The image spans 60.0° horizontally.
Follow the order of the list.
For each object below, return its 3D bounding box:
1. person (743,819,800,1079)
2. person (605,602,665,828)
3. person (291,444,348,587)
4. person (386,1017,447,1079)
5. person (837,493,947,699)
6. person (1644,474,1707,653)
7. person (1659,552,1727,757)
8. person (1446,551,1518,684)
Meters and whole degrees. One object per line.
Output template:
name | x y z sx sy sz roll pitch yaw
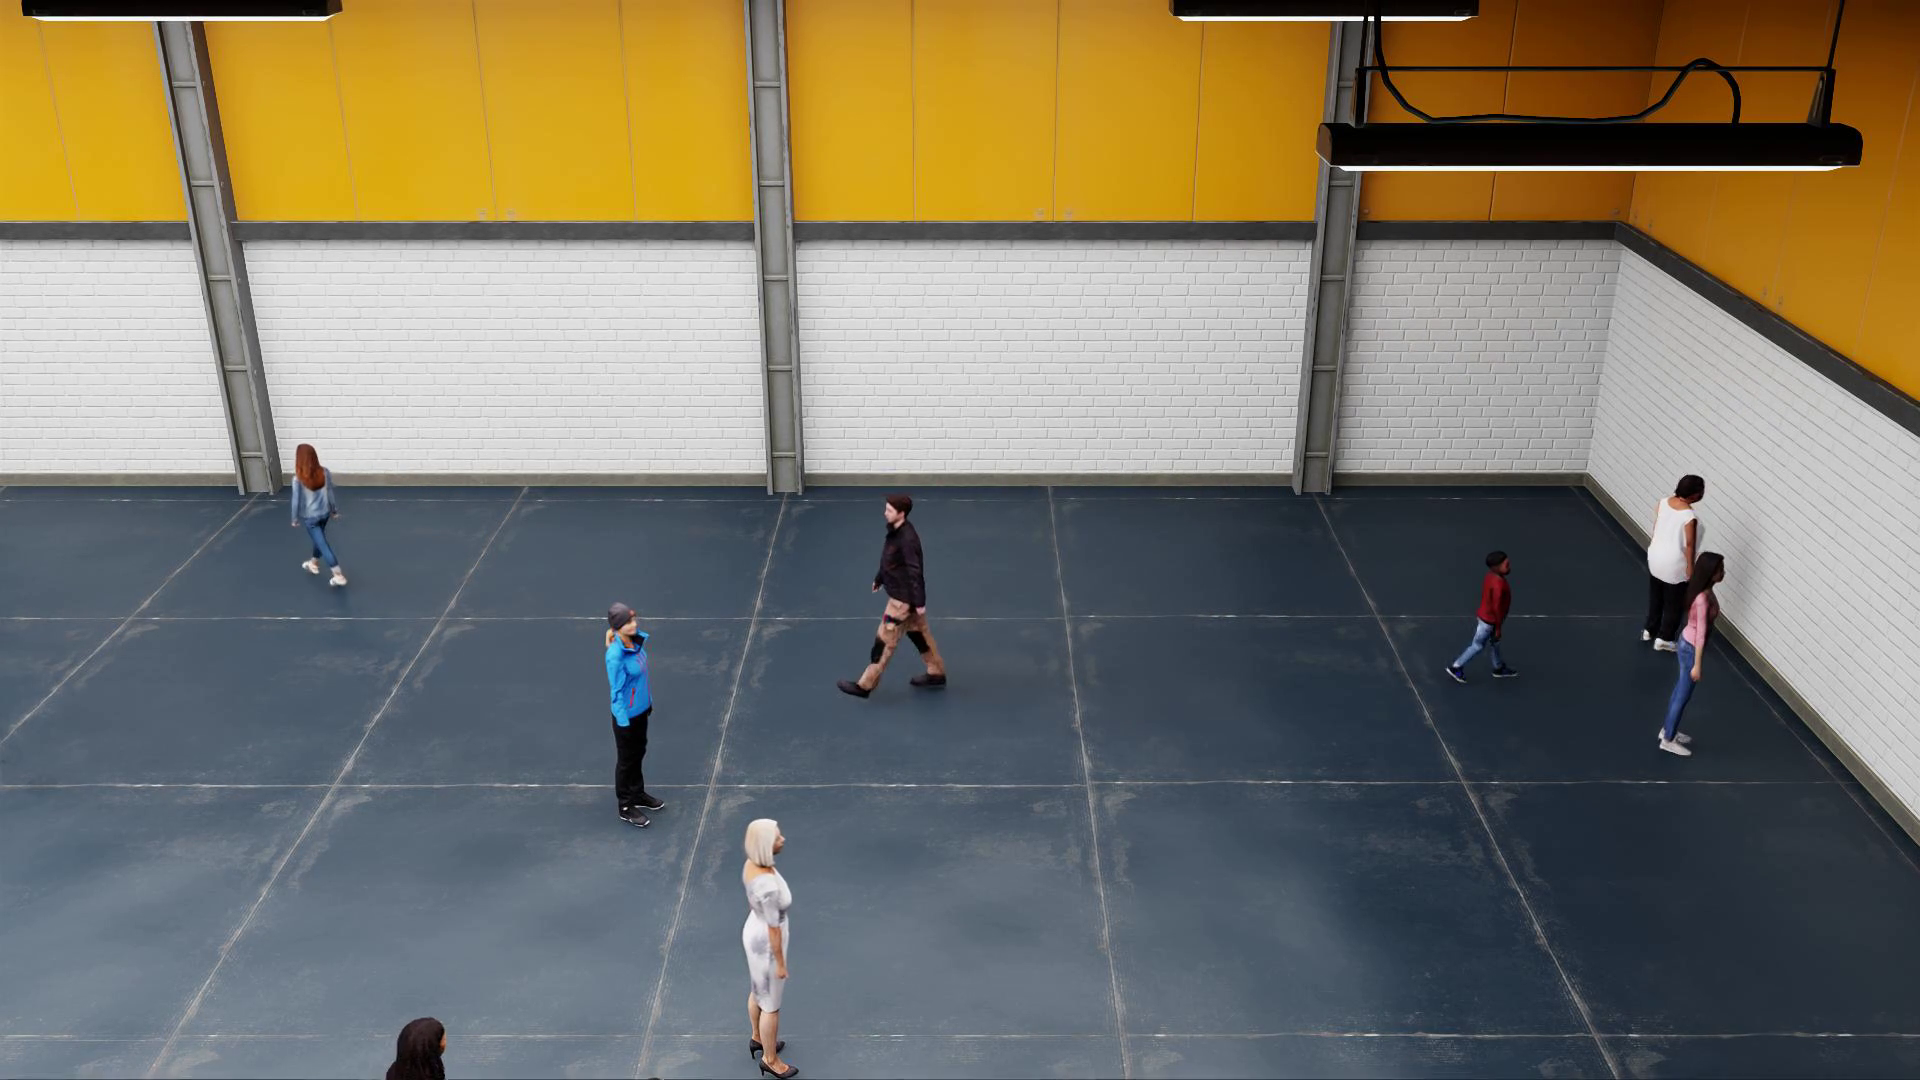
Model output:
person | -1.158 2.427 9.956 0.624 1.750 0.630 -9 25 -21
person | -2.481 1.290 12.497 0.614 1.798 0.671 7 24 15
person | -6.308 -0.217 16.384 1.061 1.445 0.924 16 28 33
person | -2.726 3.190 8.267 1.012 1.705 1.010 17 29 34
person | -0.398 0.488 14.245 1.285 1.867 0.882 -5 24 -12
person | 6.533 0.176 15.184 0.695 1.686 0.720 -10 25 -21
person | 5.936 0.891 13.479 0.616 1.742 0.644 10 25 21
person | 4.586 0.678 14.584 0.877 1.247 0.555 2 24 5
